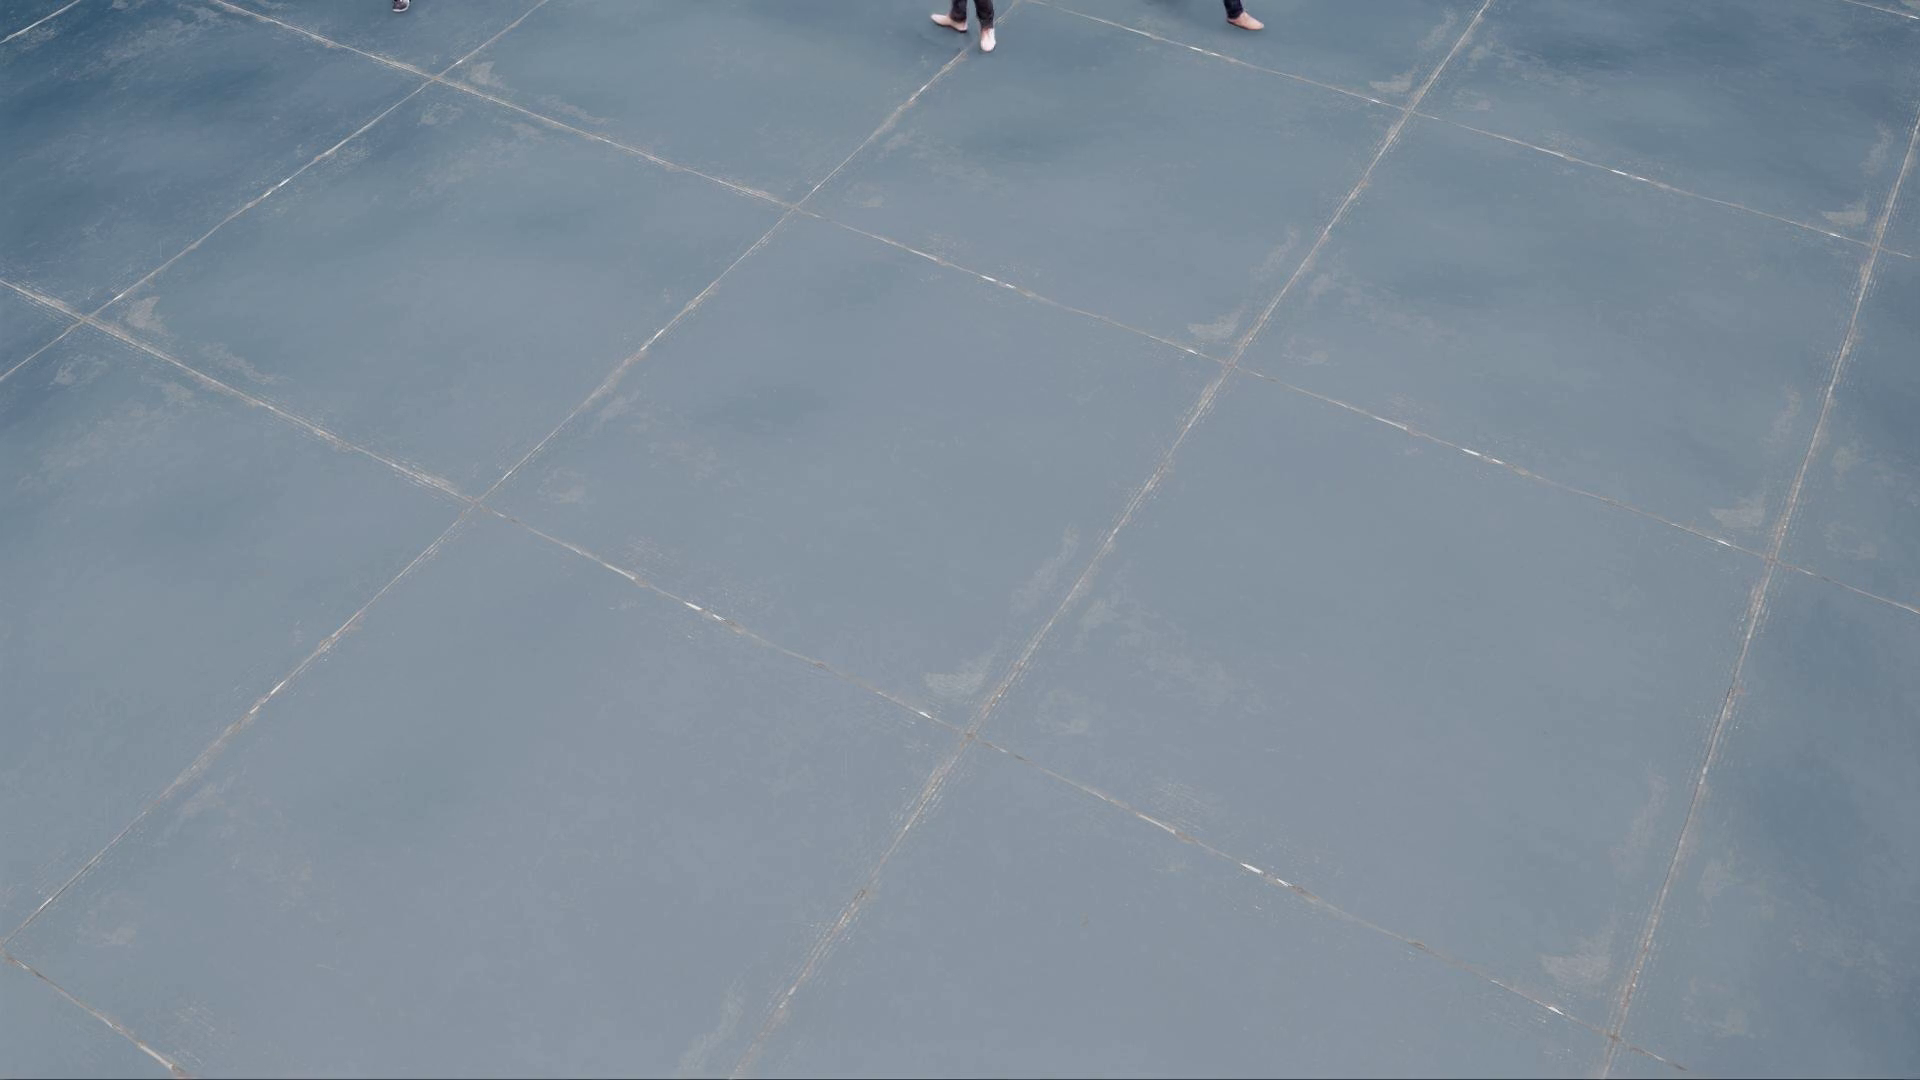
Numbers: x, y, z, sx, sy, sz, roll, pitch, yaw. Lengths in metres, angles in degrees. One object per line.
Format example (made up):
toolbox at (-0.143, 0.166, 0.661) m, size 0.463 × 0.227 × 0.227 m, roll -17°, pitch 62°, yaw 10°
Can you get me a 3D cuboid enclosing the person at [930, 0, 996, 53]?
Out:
person at (0.003, -4.248, 11.272) m, size 0.954 × 1.796 × 0.824 m, roll -7°, pitch 48°, yaw -7°
